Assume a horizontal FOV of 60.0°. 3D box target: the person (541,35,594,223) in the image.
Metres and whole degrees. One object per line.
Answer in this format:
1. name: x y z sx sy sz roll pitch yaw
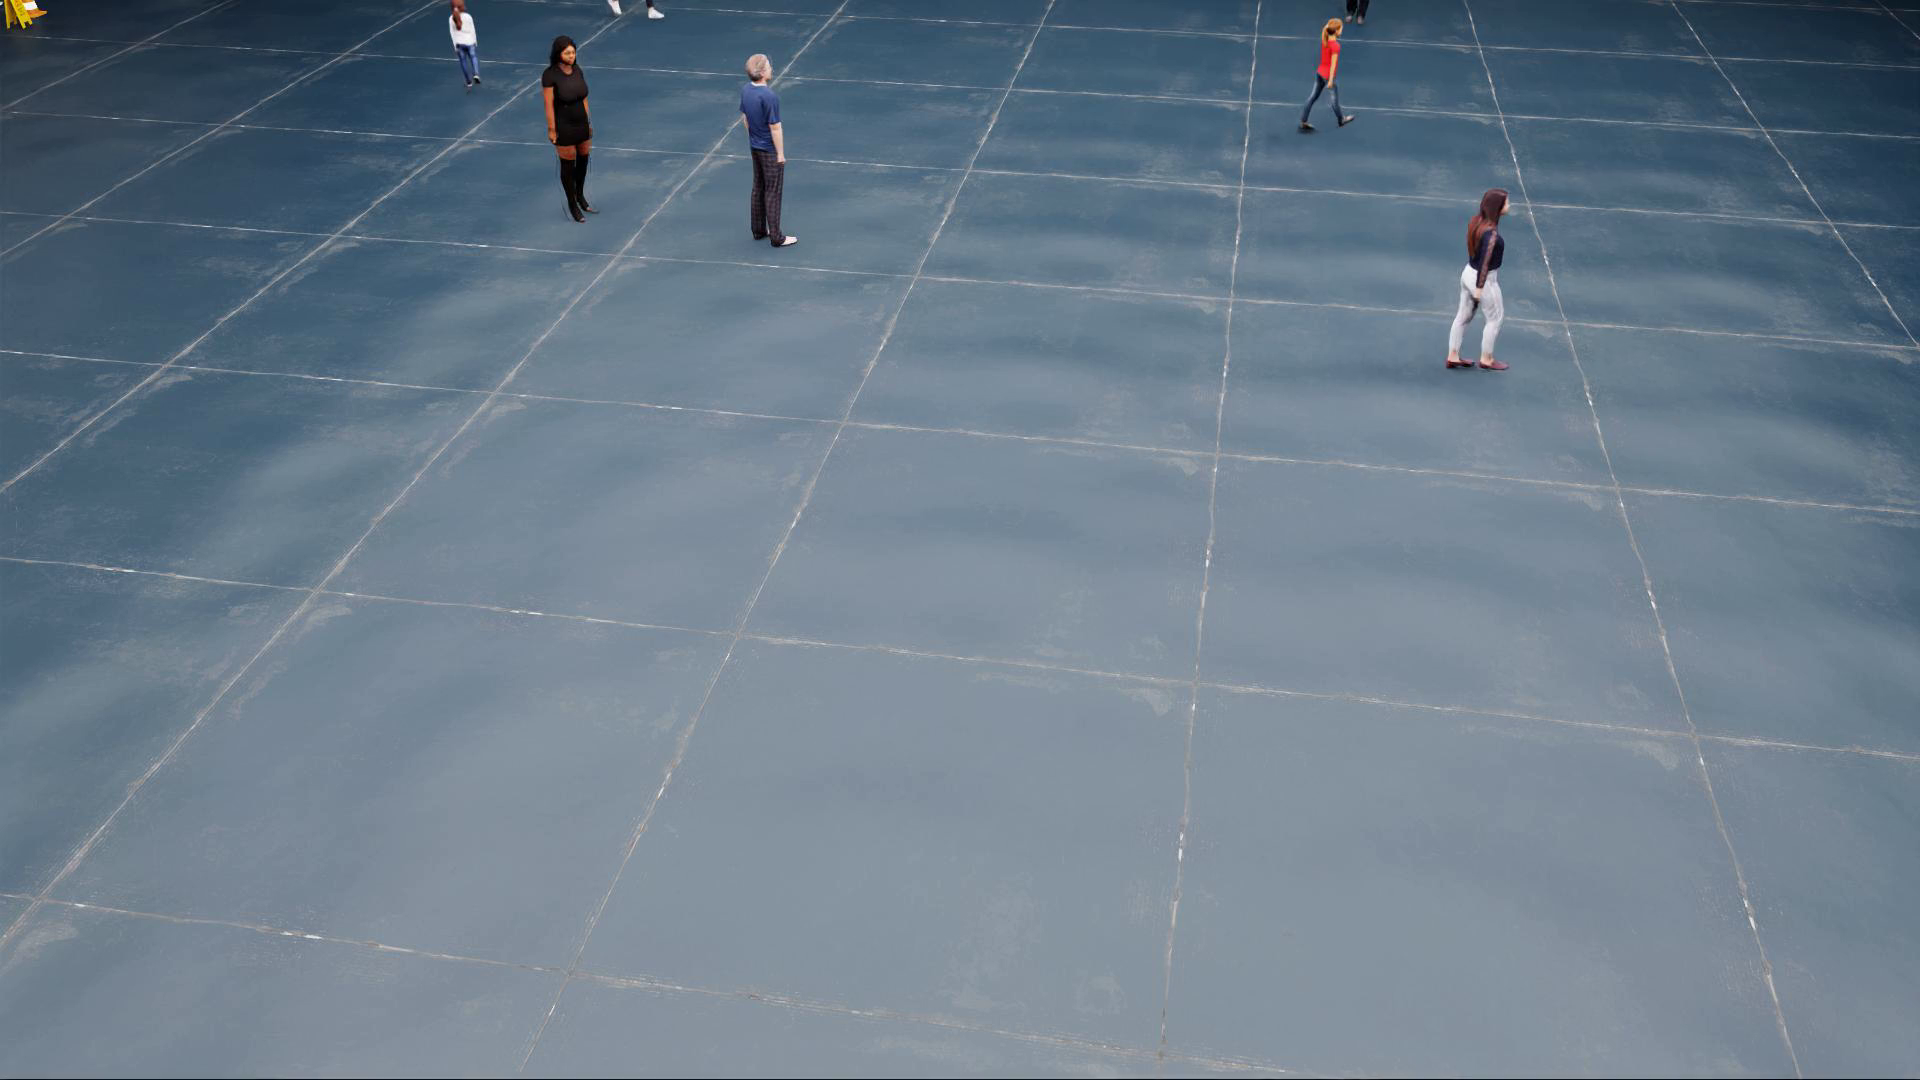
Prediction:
1. person: -3.952 -4.183 16.838 0.830 1.849 0.795 28 42 37

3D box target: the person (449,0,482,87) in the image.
1. person: -6.183 -6.210 20.750 0.580 1.104 0.624 -9 33 -14

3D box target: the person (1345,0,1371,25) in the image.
1. person: 5.625 -8.096 23.086 0.563 1.802 0.724 5 33 8

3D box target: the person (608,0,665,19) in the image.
1. person: -4.638 -8.174 23.325 1.084 1.678 0.740 11 34 16

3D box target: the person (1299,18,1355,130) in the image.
1. person: 4.173 -5.346 19.219 0.972 1.277 0.806 -12 34 -19

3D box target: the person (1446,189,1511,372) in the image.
1. person: 4.266 -2.148 13.852 0.784 1.594 0.690 -3 32 -4

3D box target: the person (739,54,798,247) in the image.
1. person: -1.896 -3.803 16.215 0.798 1.872 0.700 -27 41 -35
